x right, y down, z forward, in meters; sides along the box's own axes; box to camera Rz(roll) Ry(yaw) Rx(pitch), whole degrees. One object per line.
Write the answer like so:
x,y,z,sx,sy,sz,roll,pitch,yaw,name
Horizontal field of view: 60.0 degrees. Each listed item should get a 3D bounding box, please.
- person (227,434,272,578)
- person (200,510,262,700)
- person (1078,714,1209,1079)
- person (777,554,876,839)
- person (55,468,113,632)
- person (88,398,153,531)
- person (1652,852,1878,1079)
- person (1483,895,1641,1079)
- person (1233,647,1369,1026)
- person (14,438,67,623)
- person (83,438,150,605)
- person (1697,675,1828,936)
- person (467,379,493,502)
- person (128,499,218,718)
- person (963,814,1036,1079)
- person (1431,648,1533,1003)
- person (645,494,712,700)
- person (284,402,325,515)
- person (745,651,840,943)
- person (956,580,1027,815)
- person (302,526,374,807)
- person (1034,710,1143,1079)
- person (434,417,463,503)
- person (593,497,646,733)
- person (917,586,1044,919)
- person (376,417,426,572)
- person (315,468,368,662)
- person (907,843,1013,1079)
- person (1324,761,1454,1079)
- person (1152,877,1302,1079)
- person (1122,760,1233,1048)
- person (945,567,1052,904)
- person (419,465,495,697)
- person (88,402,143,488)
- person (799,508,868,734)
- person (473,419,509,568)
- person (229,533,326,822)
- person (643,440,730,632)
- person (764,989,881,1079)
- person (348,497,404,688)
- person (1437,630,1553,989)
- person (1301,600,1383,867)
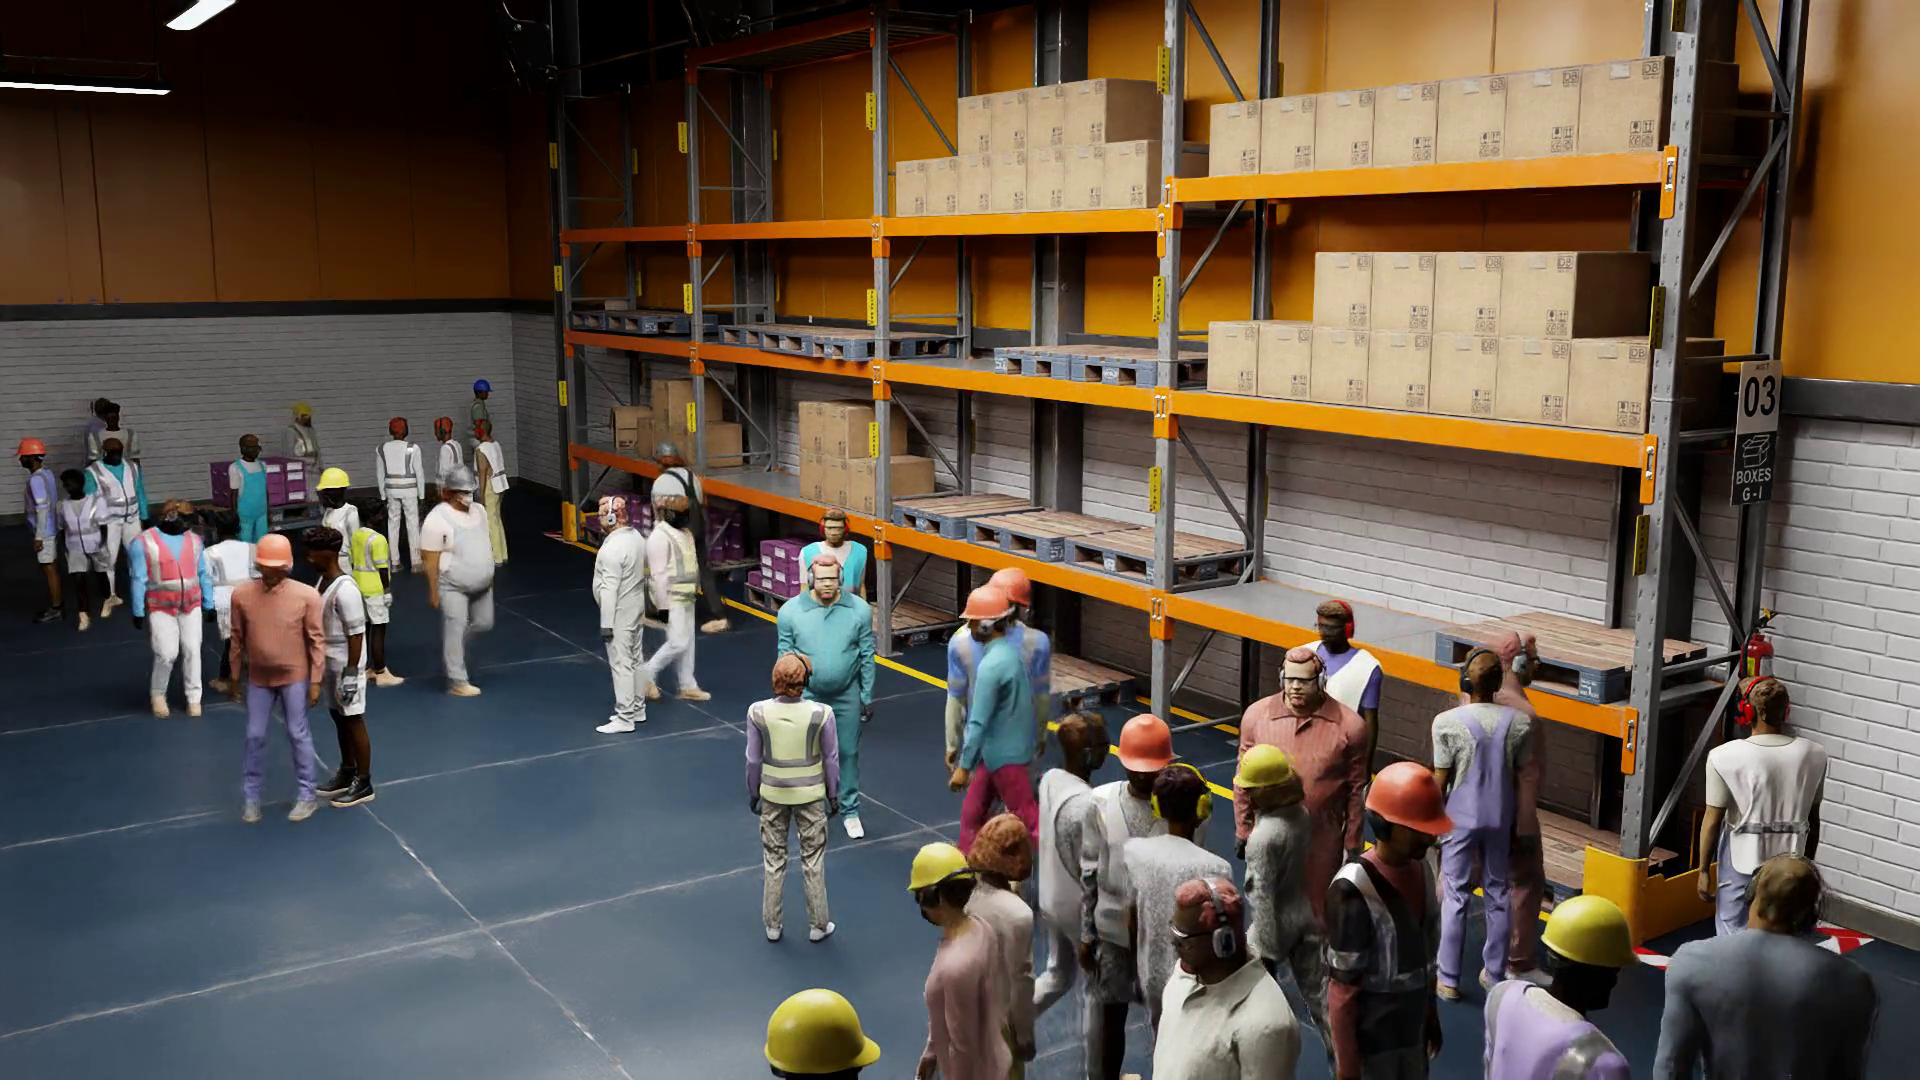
-7.938,-0.277,18.638,0.330,1.837,0.508,5,11,26,person
-6.239,0.566,14.267,0.862,1.641,0.545,7,12,34,person
0.762,1.660,7.011,0.544,1.929,0.387,3,10,16,person
-0.866,1.023,10.836,0.644,1.901,0.399,-2,10,-10,person
-9.014,0.060,17.190,0.527,1.657,0.848,-2,10,-13,person
-11.452,-0.980,22.576,0.903,1.899,0.647,-4,10,-21,person
2.610,1.953,5.465,0.638,1.871,0.888,4,10,22,person
1.818,1.997,5.074,0.399,1.912,0.597,-3,10,-19,person
1.672,1.459,8.247,0.652,1.906,0.404,3,10,18,person
-9.565,-0.101,17.310,0.376,1.939,0.547,-3,10,-18,person
-9.289,-0.216,18.317,0.443,1.834,0.635,6,11,32,person
3.784,1.557,7.884,0.560,1.836,0.393,0,10,-1,person
-7.296,-1.473,25.354,0.402,1.941,0.602,-4,10,-22,person
-6.511,0.573,13.759,0.455,1.804,0.656,8,13,40,person
0.137,1.880,6.606,0.298,1.626,0.500,-6,11,-31,person
2.627,1.450,8.478,0.507,1.847,0.345,0,10,-2,person
-2.445,0.505,14.125,0.521,1.822,0.707,2,10,11,person
-9.137,-1.037,23.261,0.922,1.782,0.616,1,10,7,person
-0.922,1.428,9.210,0.525,1.639,0.307,1,10,5,person
0.216,1.082,11.106,0.537,1.688,0.319,-3,10,-15,person
-4.315,0.866,11.557,0.368,1.963,0.609,-7,12,-36,person
0.456,1.649,7.383,0.737,1.827,0.515,-4,11,-24,person
-6.180,-0.555,20.157,0.360,1.878,0.590,-1,10,-4,person
-2.740,0.594,13.348,0.399,1.902,0.644,1,10,8,person
0.300,1.230,9.552,1.049,1.940,0.612,1,10,8,person
-6.722,-0.541,20.056,0.576,1.883,0.354,1,10,4,person
-5.550,0.308,14.942,0.584,1.928,0.373,9,13,43,person
0.007,1.945,6.003,0.783,1.698,0.534,1,10,8,person
1.571,1.774,6.041,0.619,2.028,0.409,-9,13,-44,person
0.791,1.976,5.252,0.403,1.897,0.654,-3,10,-19,person
0.876,1.780,6.547,0.548,1.846,0.480,7,12,36,person
0.224,1.158,9.705,0.619,2.015,0.568,1,10,9,person
-4.321,0.343,14.405,0.611,2.000,0.714,5,11,27,person
-10.764,-0.778,21.227,0.606,1.958,0.367,-6,12,-33,person
-1.002,0.647,13.201,0.567,1.841,0.377,-4,10,-22,person
-5.744,-0.571,20.393,0.397,1.836,0.565,1,10,4,person
-4.604,0.921,11.218,0.639,1.981,0.413,0,10,0,person
-2.814,-0.077,16.871,1.050,2.000,0.722,6,11,32,person
-0.385,2.104,4.400,0.363,1.928,0.587,-3,10,-18,person
-5.206,0.460,14.738,0.532,1.692,0.322,8,13,41,person
2.777,1.403,8.699,0.689,1.890,0.684,-1,10,-5,person
2.204,1.242,9.739,0.386,1.836,0.563,-8,13,-40,person
